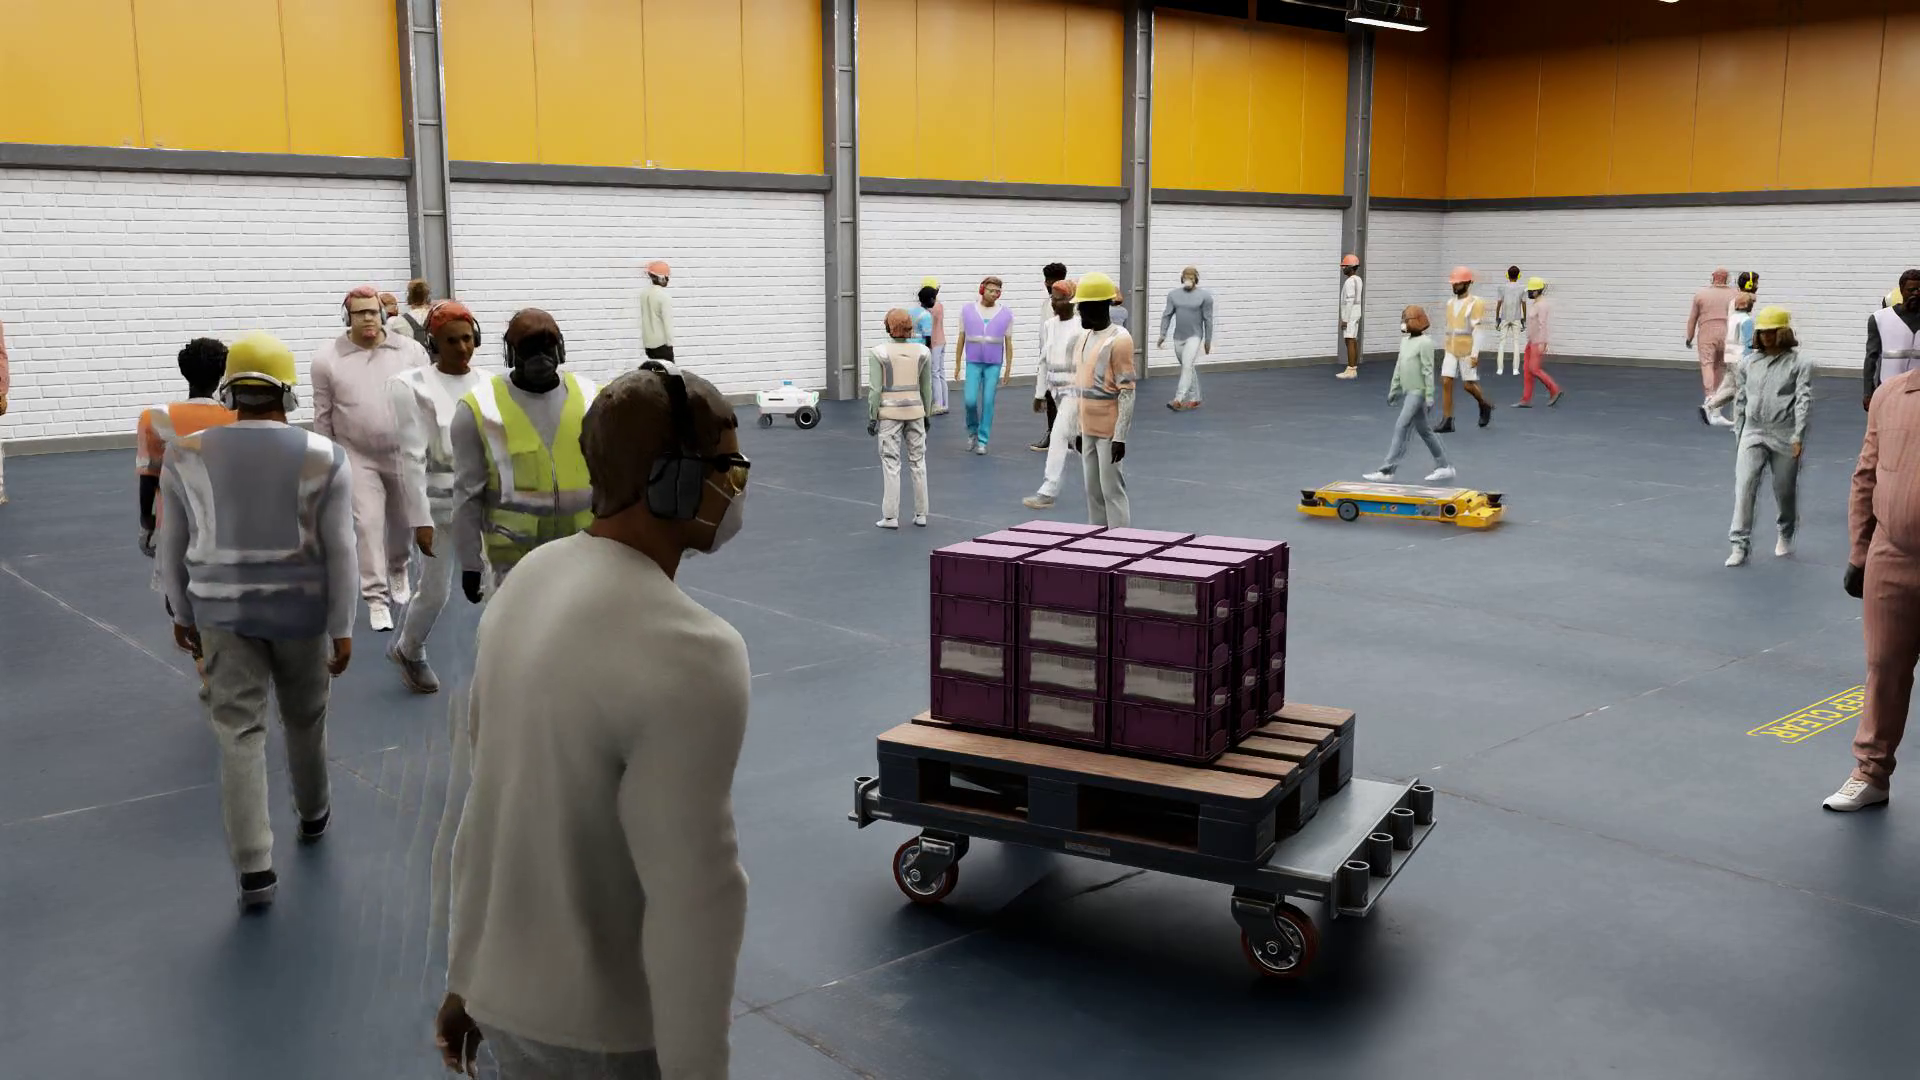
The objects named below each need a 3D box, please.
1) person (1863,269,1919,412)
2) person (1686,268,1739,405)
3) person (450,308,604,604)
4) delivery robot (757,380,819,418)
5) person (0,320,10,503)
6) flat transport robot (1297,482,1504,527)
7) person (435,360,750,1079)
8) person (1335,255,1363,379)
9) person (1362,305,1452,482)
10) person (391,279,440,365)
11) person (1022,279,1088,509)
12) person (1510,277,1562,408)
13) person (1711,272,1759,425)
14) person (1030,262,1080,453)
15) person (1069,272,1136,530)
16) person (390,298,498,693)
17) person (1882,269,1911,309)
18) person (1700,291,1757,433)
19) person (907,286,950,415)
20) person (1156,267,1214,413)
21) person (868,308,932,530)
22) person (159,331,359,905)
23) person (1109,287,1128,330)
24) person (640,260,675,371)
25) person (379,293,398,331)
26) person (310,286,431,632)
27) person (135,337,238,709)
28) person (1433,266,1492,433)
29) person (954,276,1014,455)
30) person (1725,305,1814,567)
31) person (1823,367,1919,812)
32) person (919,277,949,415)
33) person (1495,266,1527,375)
[{"bbox_3d":[7.589,-1.217,13.424,0.591,1.917,0.379,1,10,5],"label":"person"},{"bbox_3d":[10.296,-2.770,22.707,0.654,1.867,0.980,2,10,11],"label":"person"},{"bbox_3d":[-1.555,0.054,6.245,0.663,1.822,0.627,-5,11,-26],"label":"person"},{"bbox_3d":[-2.029,-1.640,19.612,0.707,0.478,0.477,0,10,0],"label":"delivery robot"},{"bbox_3d":[-7.830,-1.177,13.106,0.642,1.934,0.962,-3,10,-15],"label":"person"},{"bbox_3d":[3.393,-0.291,12.816,1.431,0.197,0.652,5,11,28],"label":"flat transport robot"},{"bbox_3d":[-0.618,0.694,2.385,0.860,1.893,0.651,-6,12,-33],"label":"person"},{"bbox_3d":[6.438,-3.687,27.520,0.375,2.044,0.605,5,11,25],"label":"person"},{"bbox_3d":[4.068,-1.305,14.903,0.865,1.591,0.522,-1,10,-8],"label":"person"},{"bbox_3d":[-4.546,-1.292,14.134,0.554,1.823,0.438,-3,10,-15],"label":"person"},{"bbox_3d":[0.915,-1.199,13.554,0.993,1.843,0.575,-6,11,-32],"label":"person"},{"bbox_3d":[7.702,-2.615,22.099,0.582,1.745,0.546,0,10,0],"label":"person"},{"bbox_3d":[9.373,-2.267,19.816,0.802,1.831,0.555,2,10,13],"label":"person"},{"bbox_3d":[0.990,-1.873,17.129,0.367,1.964,0.603,-6,11,-30],"label":"person"},{"bbox_3d":[0.872,-0.701,10.381,0.381,1.923,0.591,-4,10,-21],"label":"person"},{"bbox_3d":[-2.267,-0.149,7.406,0.565,1.854,0.914,-9,13,-42],"label":"person"},{"bbox_3d":[13.153,-2.836,23.133,0.429,1.840,0.636,-6,11,-31],"label":"person"},{"bbox_3d":[8.871,-2.037,19.076,0.522,1.620,0.532,1,10,5],"label":"person"},{"bbox_3d":[-0.473,-2.348,20.834,0.842,1.635,0.530,-3,10,-17],"label":"person"},{"bbox_3d":[2.944,-2.600,21.650,0.645,1.880,1.052,7,12,36],"label":"person"},{"bbox_3d":[-0.444,-0.896,12.357,0.518,1.639,0.312,-5,11,-25],"label":"person"},{"bbox_3d":[-2.258,0.223,5.392,0.594,1.786,0.924,-3,10,-18],"label":"person"},{"bbox_3d":[1.973,-2.459,21.524,0.271,1.632,0.508,10,14,44],"label":"person"},{"bbox_3d":[-3.689,-2.393,20.153,0.603,1.977,0.620,-9,13,-42],"label":"person"},{"bbox_3d":[-6.057,-1.796,17.645,0.501,1.631,0.285,2,10,14],"label":"person"},{"bbox_3d":[-3.256,-0.485,9.299,0.652,1.873,0.941,-4,11,-24],"label":"person"},{"bbox_3d":[-3.300,-0.051,7.308,0.540,1.671,0.640,-7,12,-36],"label":"person"},{"bbox_3d":[5.807,-2.182,19.103,0.777,1.912,0.545,-7,12,-35],"label":"person"},{"bbox_3d":[0.245,-1.772,16.941,0.608,1.822,0.447,0,10,2],"label":"person"},{"bbox_3d":[5.366,-0.697,10.995,0.487,1.710,0.822,8,12,38],"label":"person"},{"bbox_3d":[3.439,0.081,5.863,0.409,1.908,0.639,-8,12,-38],"label":"person"},{"bbox_3d":[-0.356,-2.471,21.243,0.346,1.762,0.526,3,10,16],"label":"person"},{"bbox_3d":[9.420,-3.750,28.429,0.516,1.861,0.317,4,10,21],"label":"person"}]
